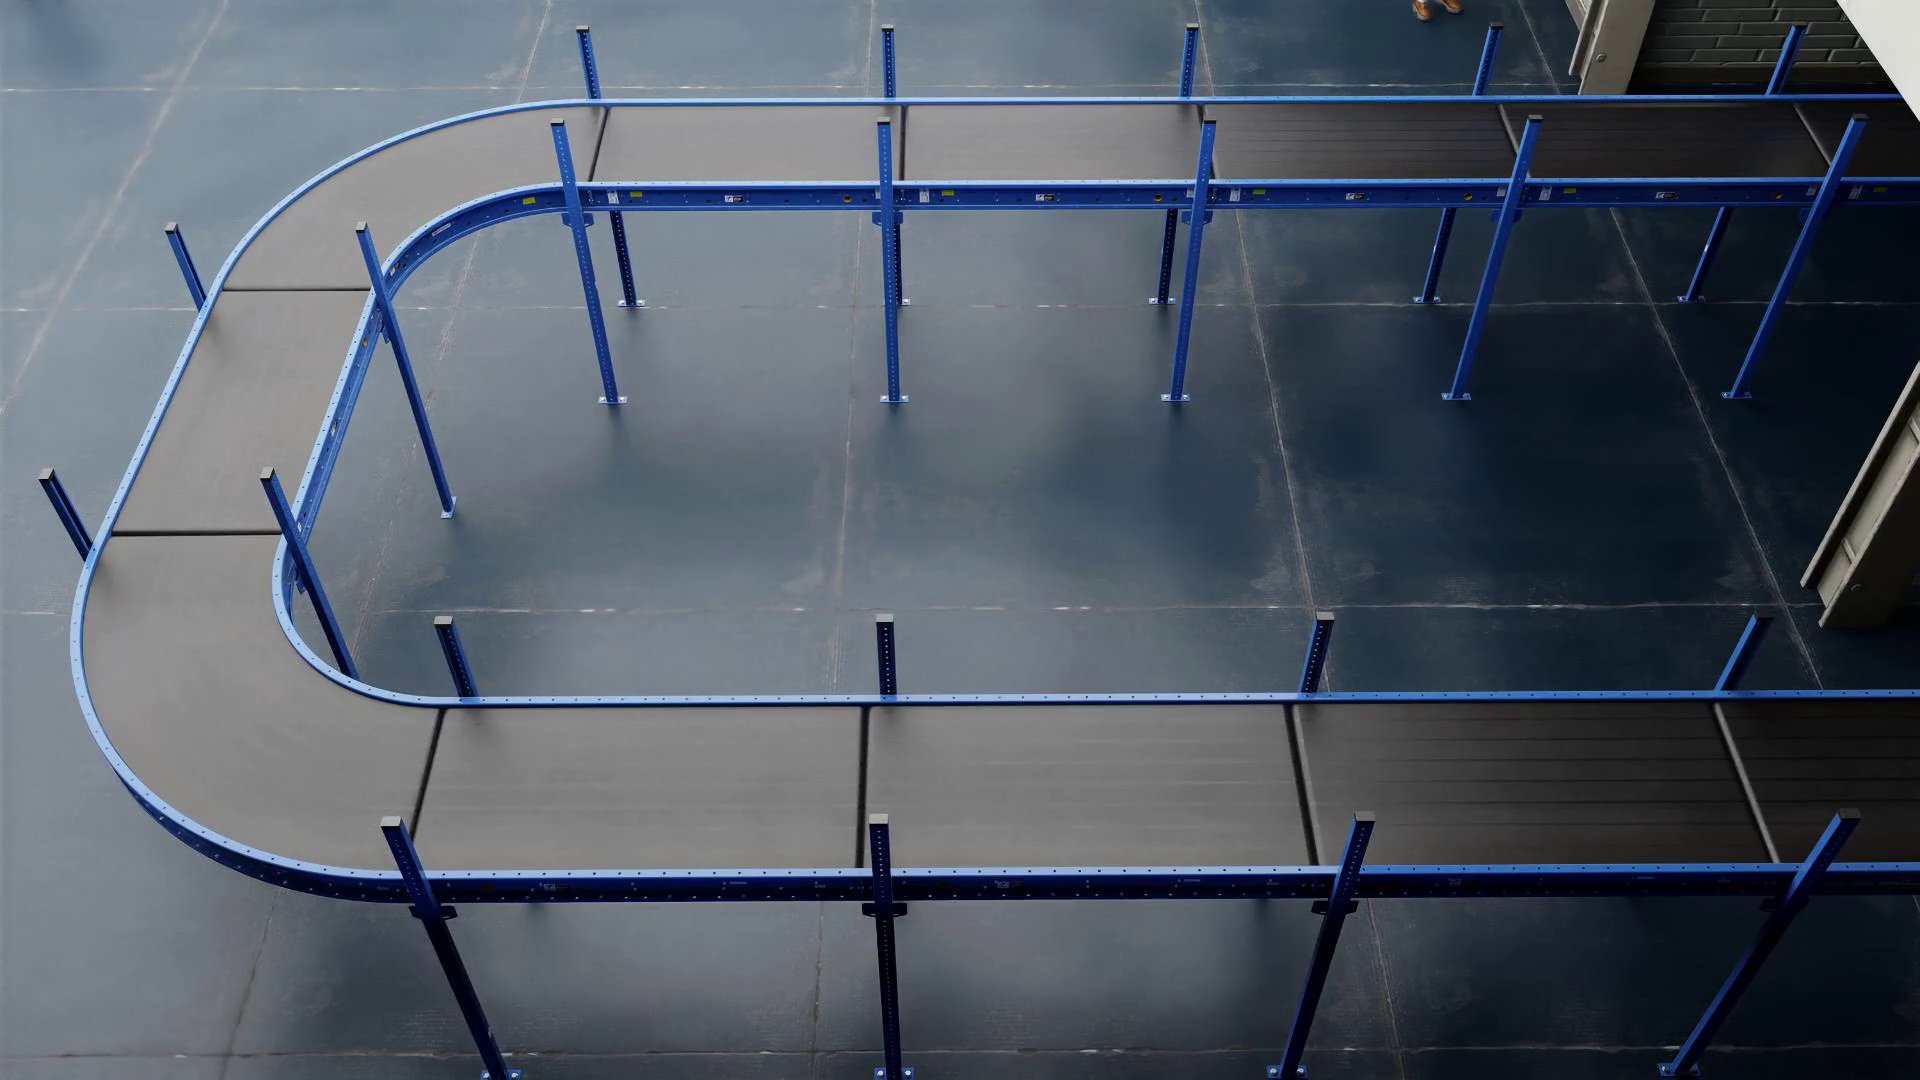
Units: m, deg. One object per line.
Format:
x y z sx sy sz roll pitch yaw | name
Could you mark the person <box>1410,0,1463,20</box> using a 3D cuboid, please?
4.391 -5.551 15.131 0.627 1.947 0.412 -19 50 -17 | person
